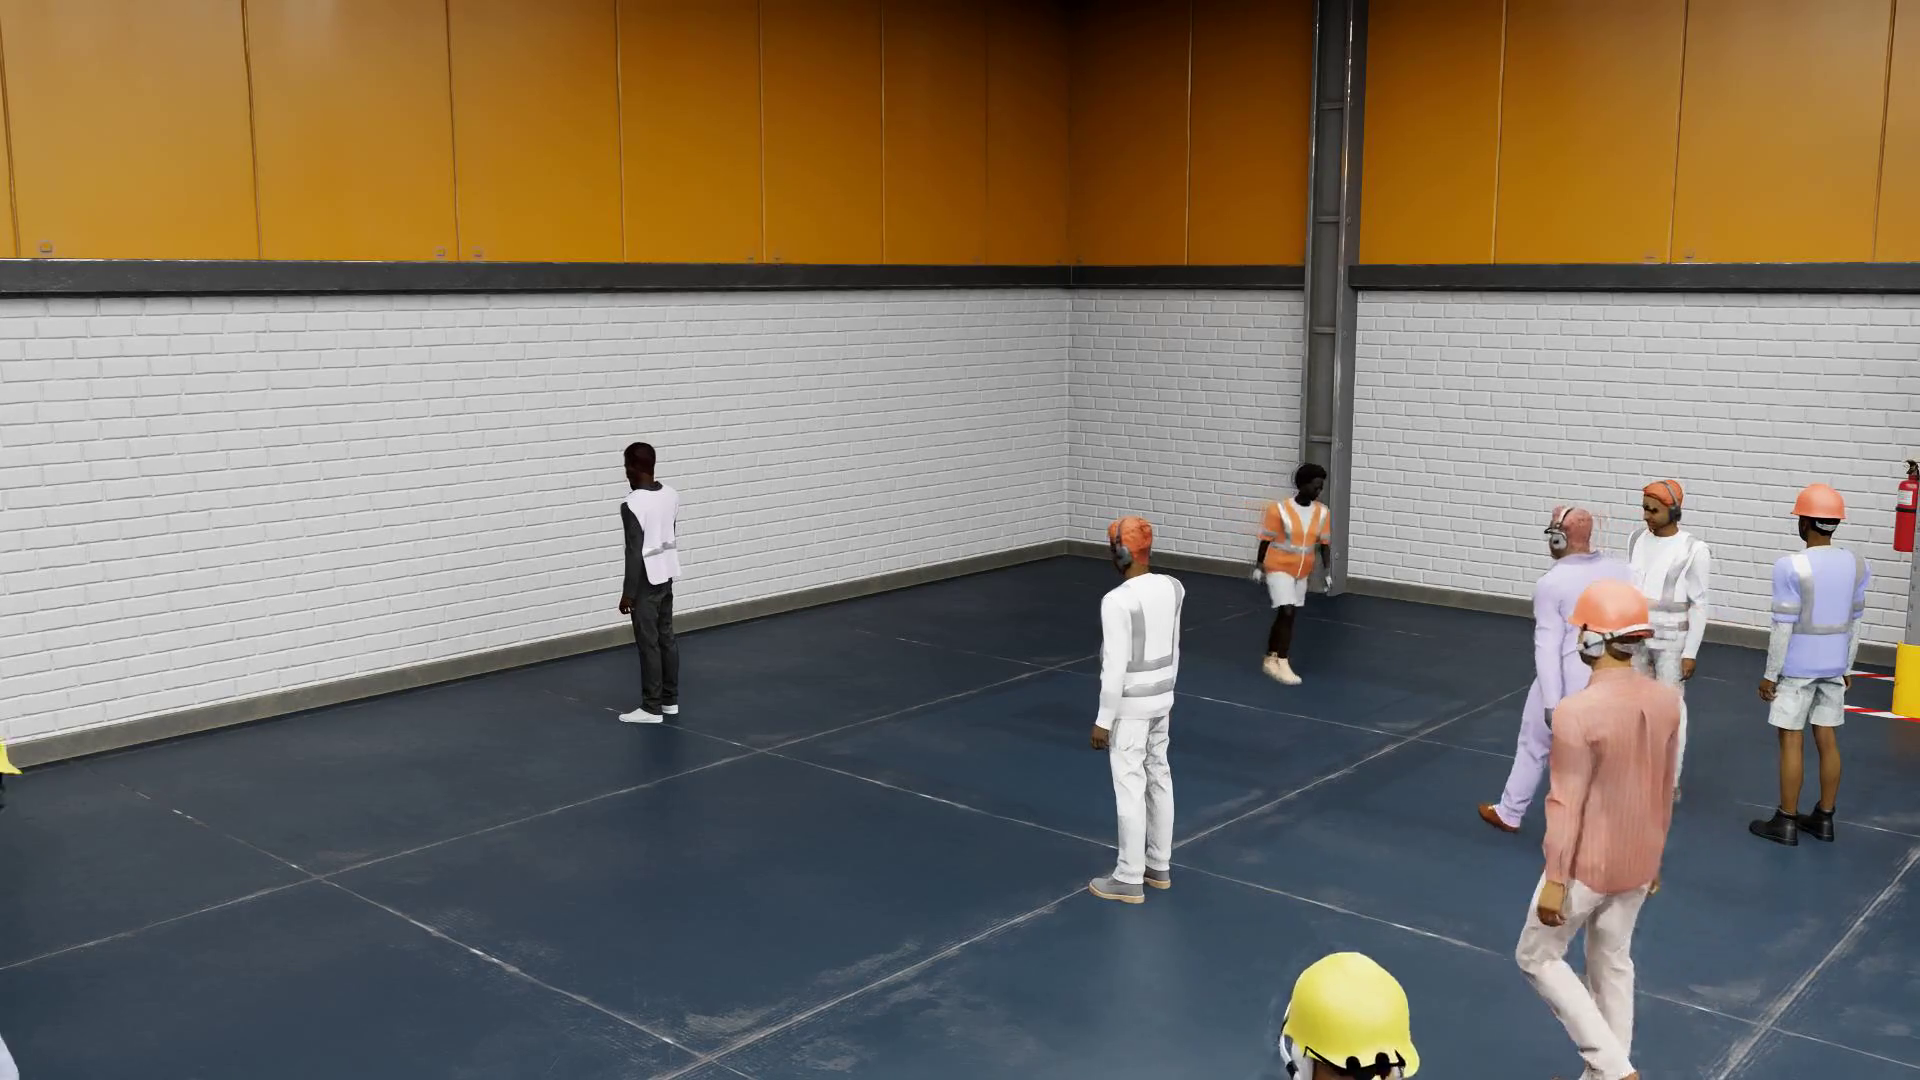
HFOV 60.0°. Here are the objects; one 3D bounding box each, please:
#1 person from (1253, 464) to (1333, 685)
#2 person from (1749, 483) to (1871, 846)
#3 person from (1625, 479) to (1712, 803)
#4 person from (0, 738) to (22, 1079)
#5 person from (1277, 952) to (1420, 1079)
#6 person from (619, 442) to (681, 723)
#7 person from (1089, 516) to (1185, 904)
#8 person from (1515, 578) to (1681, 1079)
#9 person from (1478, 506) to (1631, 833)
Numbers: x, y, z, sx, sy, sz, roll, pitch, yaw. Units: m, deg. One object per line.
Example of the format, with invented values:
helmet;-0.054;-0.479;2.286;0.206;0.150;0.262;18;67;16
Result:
person;2.487;0.242;12.378;0.553;1.647;0.658;-4;10;-25
person;4.518;0.664;8.872;0.550;1.937;0.357;-2;9;-14
person;3.991;0.583;9.536;0.355;1.887;0.573;-4;10;-26
person;-3.118;1.399;4.980;0.954;1.710;0.566;-4;10;-22
person;0.691;1.636;3.245;0.602;1.789;0.947;-2;9;-10
person;-2.108;0.288;11.304;0.392;1.916;0.592;3;10;19
person;0.852;0.815;8.079;0.354;1.887;0.573;8;12;41
person;2.261;1.120;5.848;0.637;1.983;0.466;-5;11;-30
person;3.217;0.740;8.711;0.637;1.846;1.043;-3;10;-20
